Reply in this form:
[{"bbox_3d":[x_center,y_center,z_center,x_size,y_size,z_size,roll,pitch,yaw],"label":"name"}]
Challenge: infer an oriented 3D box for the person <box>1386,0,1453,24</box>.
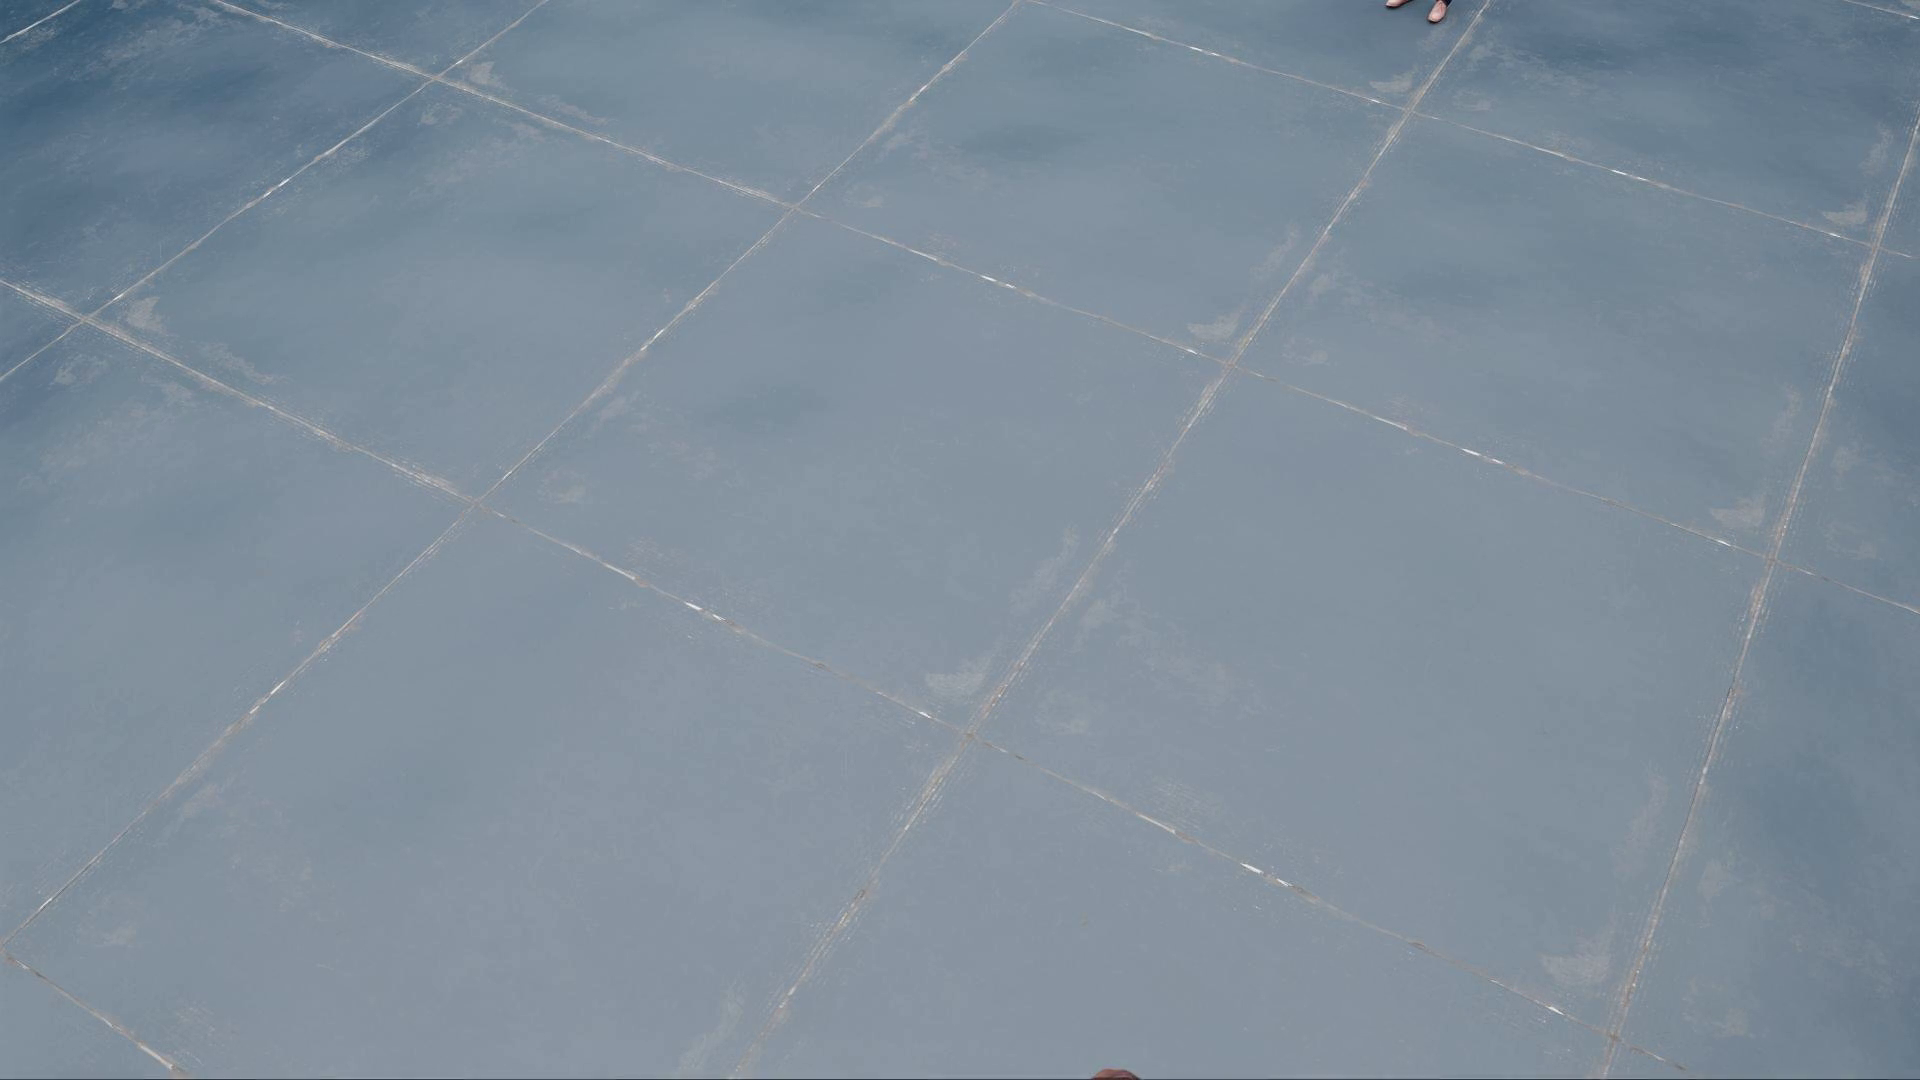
[{"bbox_3d":[3.404,-4.528,11.493,0.583,1.852,0.774,32,55,26],"label":"person"}]
